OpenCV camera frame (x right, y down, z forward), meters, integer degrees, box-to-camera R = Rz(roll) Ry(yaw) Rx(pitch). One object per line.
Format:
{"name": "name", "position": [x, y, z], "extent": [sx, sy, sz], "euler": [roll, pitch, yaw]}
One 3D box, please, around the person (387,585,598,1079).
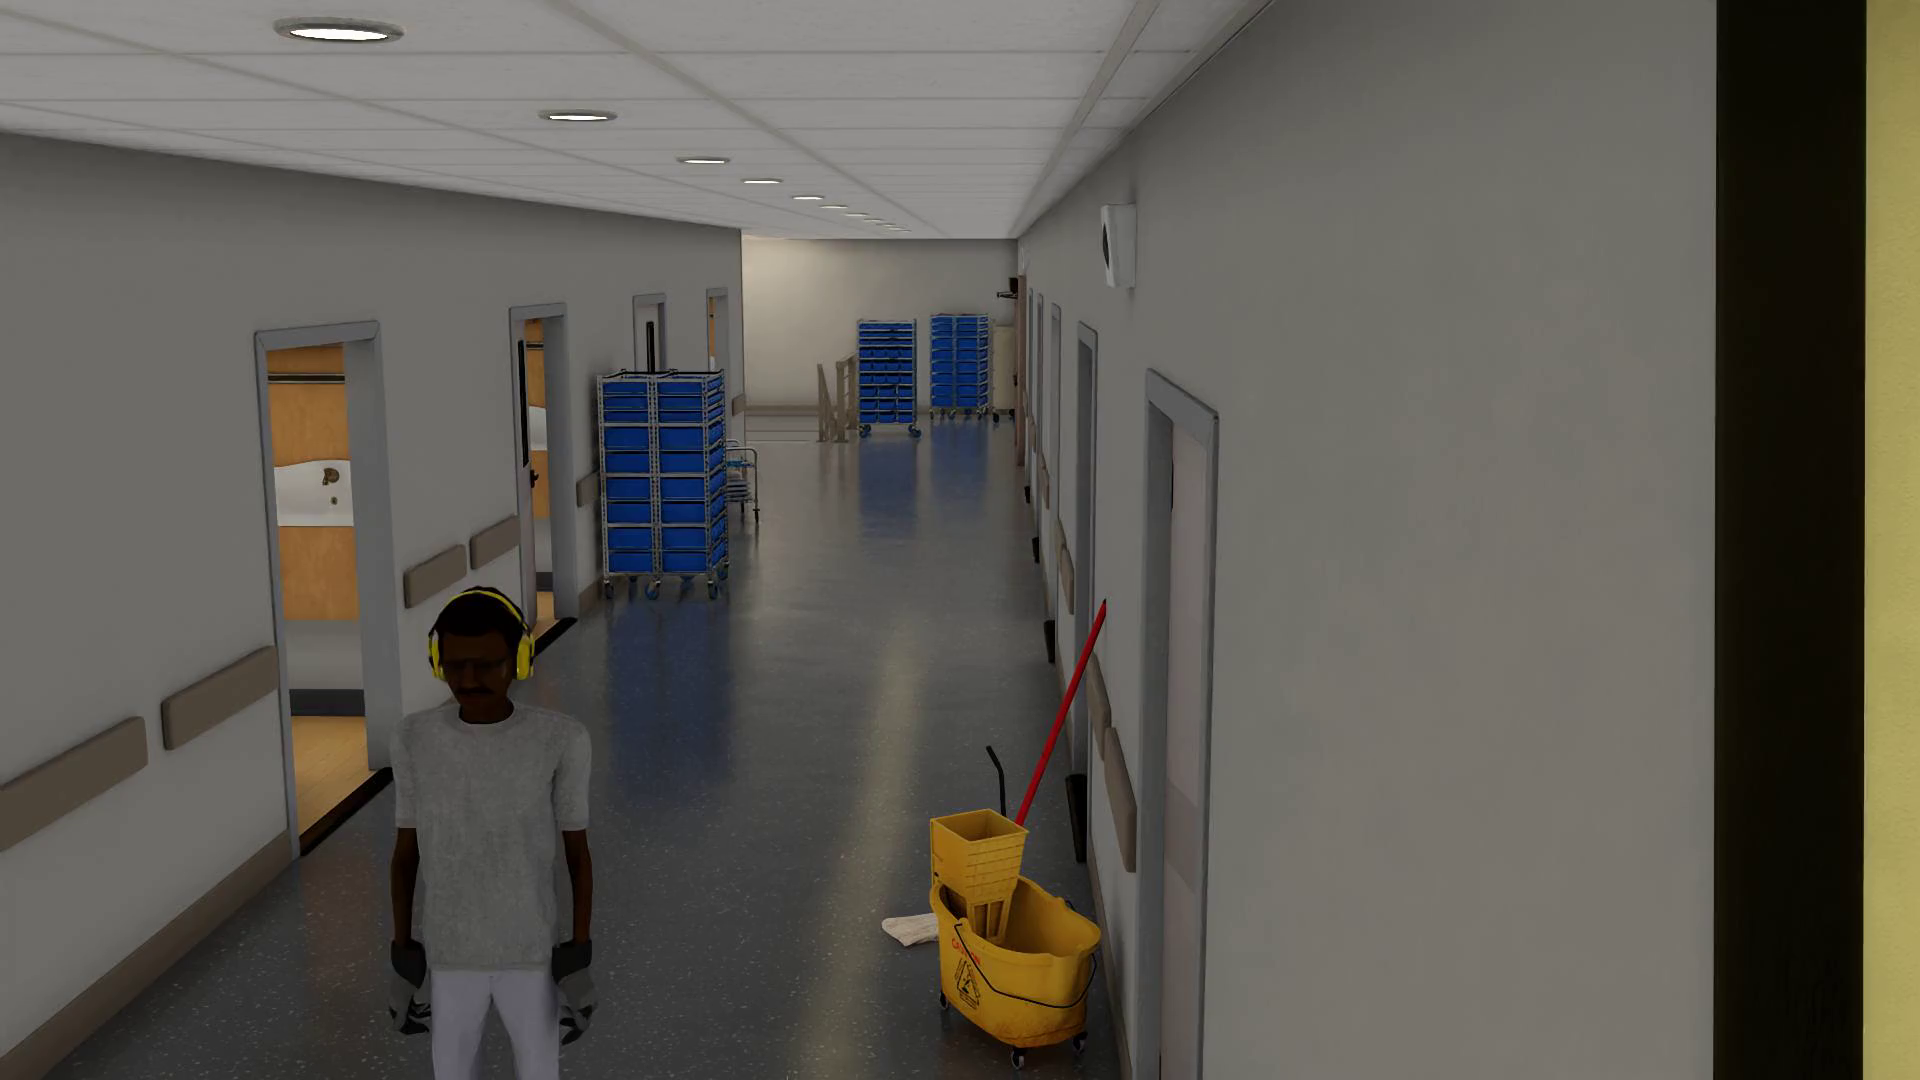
{"name": "person", "position": [-1.135, 1.031, 4.026], "extent": [0.508, 1.865, 0.328], "euler": [0, 9, -3]}
